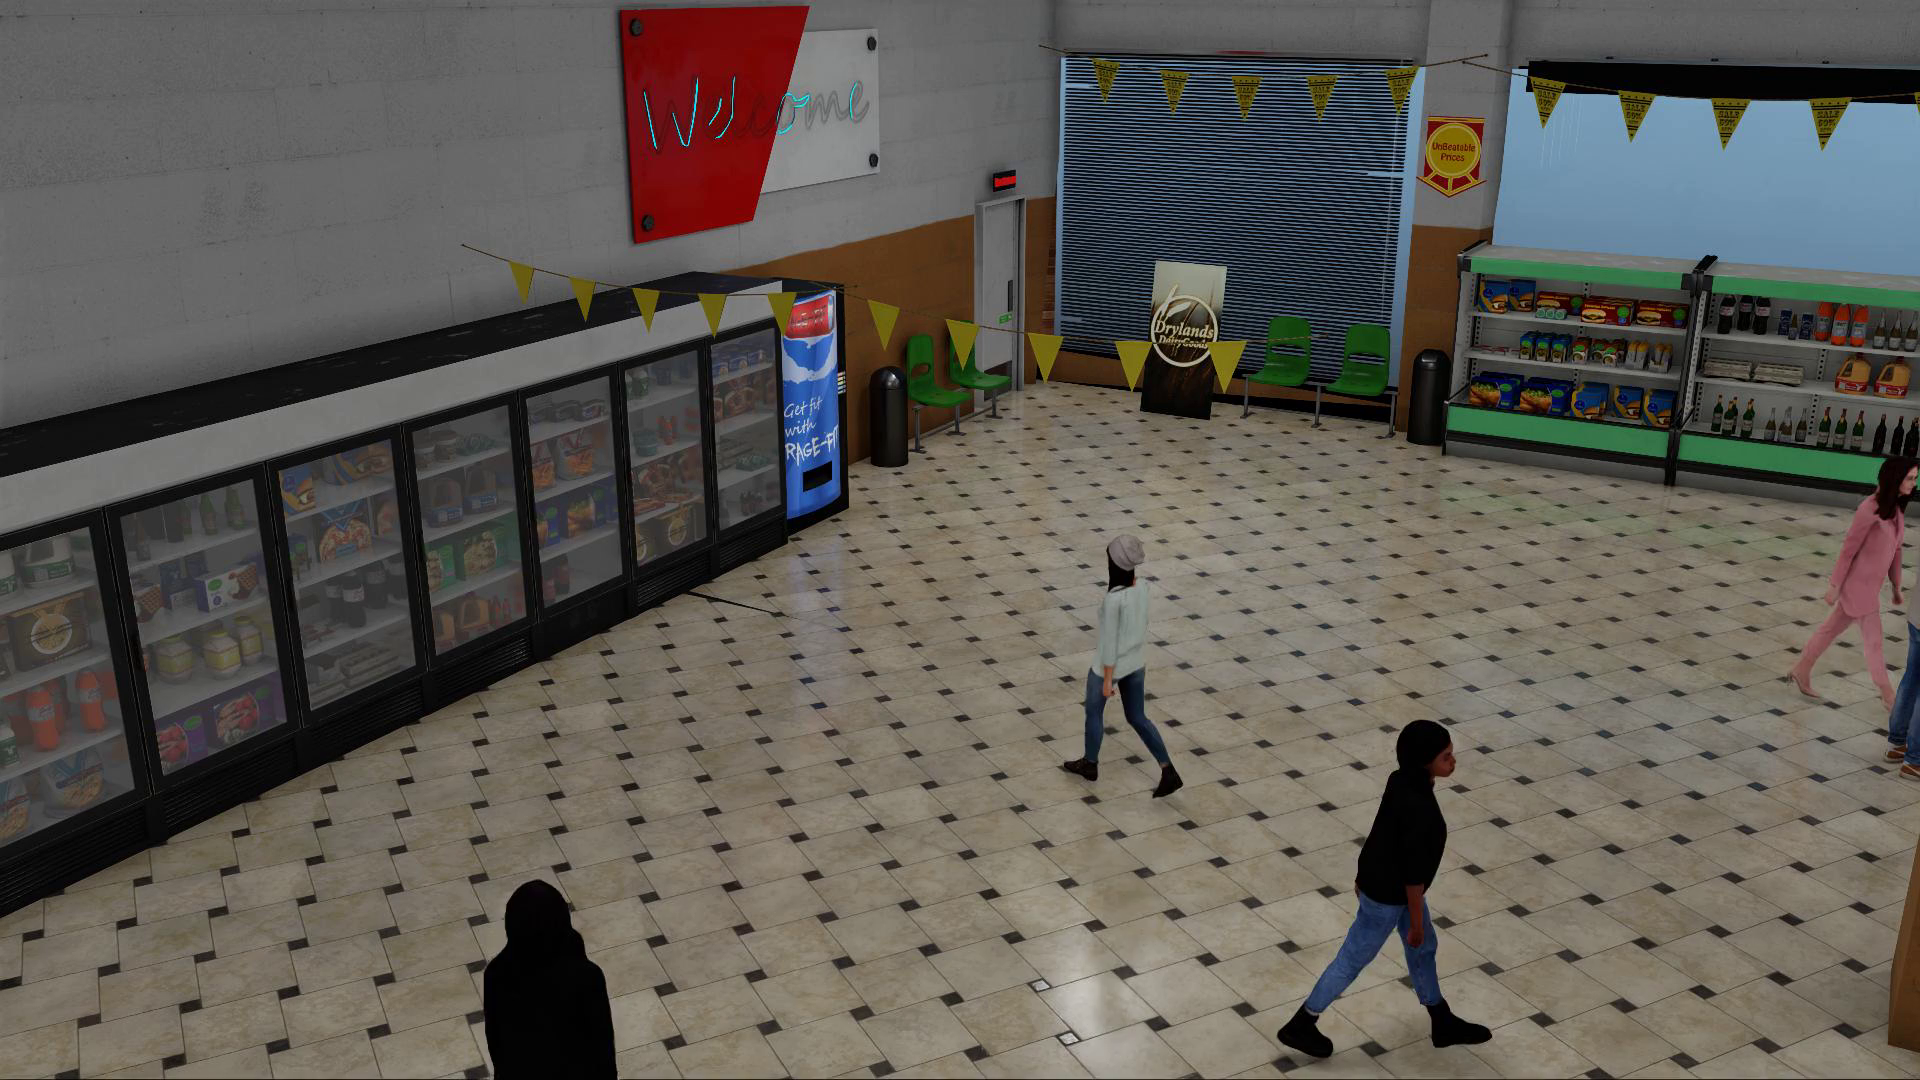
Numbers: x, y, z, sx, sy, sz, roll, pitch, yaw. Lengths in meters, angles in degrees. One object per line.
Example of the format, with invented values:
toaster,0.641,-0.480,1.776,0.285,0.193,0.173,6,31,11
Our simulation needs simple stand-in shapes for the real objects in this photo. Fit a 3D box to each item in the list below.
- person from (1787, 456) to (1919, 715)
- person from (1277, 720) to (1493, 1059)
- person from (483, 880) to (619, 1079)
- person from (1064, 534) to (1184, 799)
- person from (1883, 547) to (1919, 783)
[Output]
person,5.858,0.293,10.972,0.938,1.748,1.222,-12,22,-33
person,1.794,1.569,7.316,1.248,1.666,0.905,1,19,2
person,-1.488,2.030,6.052,0.861,1.599,0.911,1,19,4
person,1.006,0.770,9.768,1.136,1.615,0.745,17,25,40
person,5.902,0.520,10.052,0.706,1.905,0.737,4,19,10
